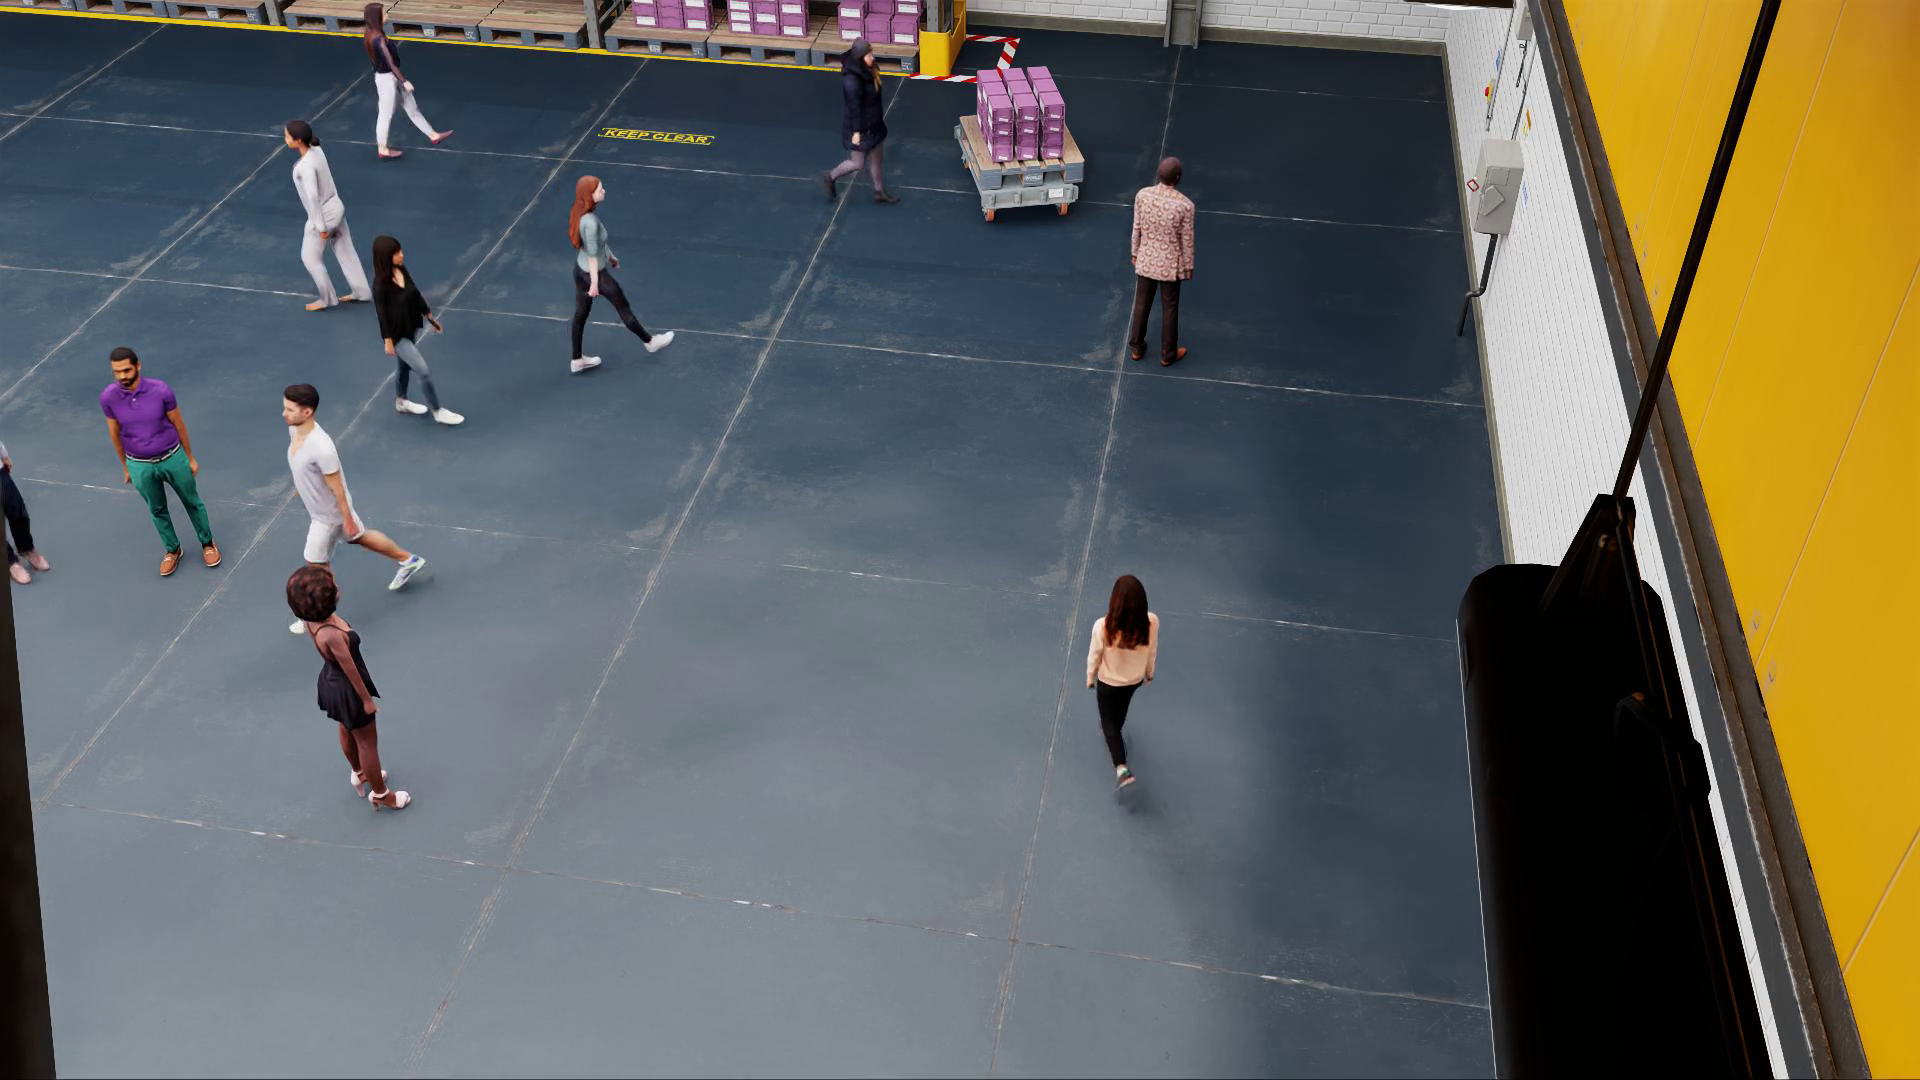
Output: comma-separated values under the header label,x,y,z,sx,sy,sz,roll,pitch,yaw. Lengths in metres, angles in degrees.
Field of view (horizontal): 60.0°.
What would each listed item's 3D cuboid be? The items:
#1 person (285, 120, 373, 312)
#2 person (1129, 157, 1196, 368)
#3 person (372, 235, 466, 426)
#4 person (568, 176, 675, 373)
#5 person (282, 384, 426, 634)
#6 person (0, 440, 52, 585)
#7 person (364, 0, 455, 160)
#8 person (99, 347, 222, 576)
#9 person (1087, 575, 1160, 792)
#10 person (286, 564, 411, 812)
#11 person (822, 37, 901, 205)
label,x,y,z,sx,sy,sz,roll,pitch,yaw
person,-5.369,-2.789,14.278,0.831,1.717,0.737,0,39,-1
person,1.637,-2.268,13.552,0.642,1.808,0.822,18,42,21
person,-4.402,-1.631,12.904,0.842,1.621,0.583,4,39,5
person,-3.038,-2.106,13.438,1.162,1.696,1.006,-17,42,-21
person,-4.101,-0.265,11.036,1.278,1.818,1.217,-24,44,-27
person,-6.748,-0.469,11.290,0.815,1.819,0.818,25,45,28
person,-5.743,-4.521,16.565,1.105,1.568,0.930,-14,41,-17
person,-5.523,-0.562,11.448,0.666,1.767,0.780,-11,40,-14
person,0.973,0.850,9.924,0.960,1.464,0.881,-10,40,-12
person,-3.552,0.876,9.632,0.707,1.787,0.631,-31,48,-32
person,-0.983,-3.940,15.768,1.002,1.655,0.715,9,40,12
